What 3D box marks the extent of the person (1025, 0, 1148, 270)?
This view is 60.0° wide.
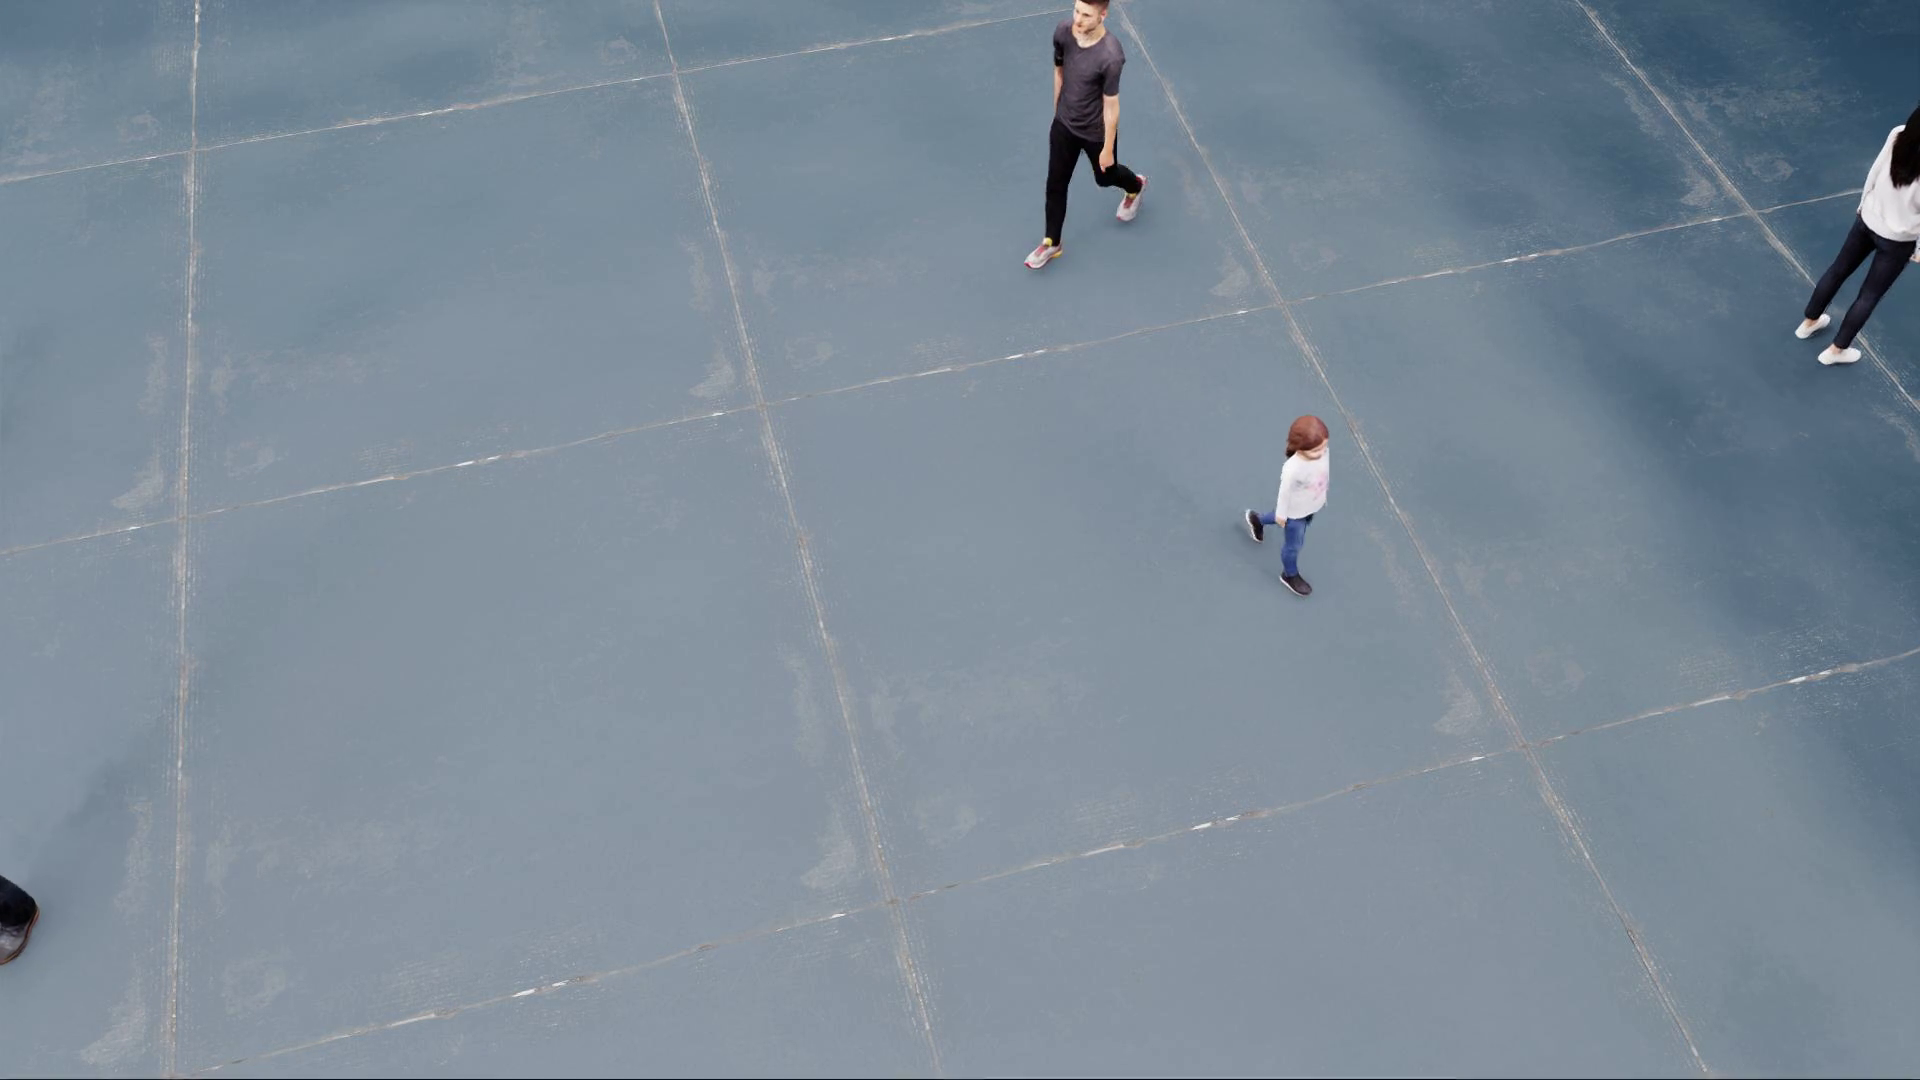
[{"bbox_3d":[0.751,-2.301,9.083,1.163,1.734,1.079,36,60,25],"label":"person"}]

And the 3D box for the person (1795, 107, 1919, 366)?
[{"bbox_3d":[4.771,-1.616,8.573,0.718,1.702,0.557,-21,55,-16],"label":"person"}]

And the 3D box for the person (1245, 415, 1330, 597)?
[{"bbox_3d":[1.576,-0.220,7.871,0.641,1.102,0.770,-38,61,-25],"label":"person"}]
